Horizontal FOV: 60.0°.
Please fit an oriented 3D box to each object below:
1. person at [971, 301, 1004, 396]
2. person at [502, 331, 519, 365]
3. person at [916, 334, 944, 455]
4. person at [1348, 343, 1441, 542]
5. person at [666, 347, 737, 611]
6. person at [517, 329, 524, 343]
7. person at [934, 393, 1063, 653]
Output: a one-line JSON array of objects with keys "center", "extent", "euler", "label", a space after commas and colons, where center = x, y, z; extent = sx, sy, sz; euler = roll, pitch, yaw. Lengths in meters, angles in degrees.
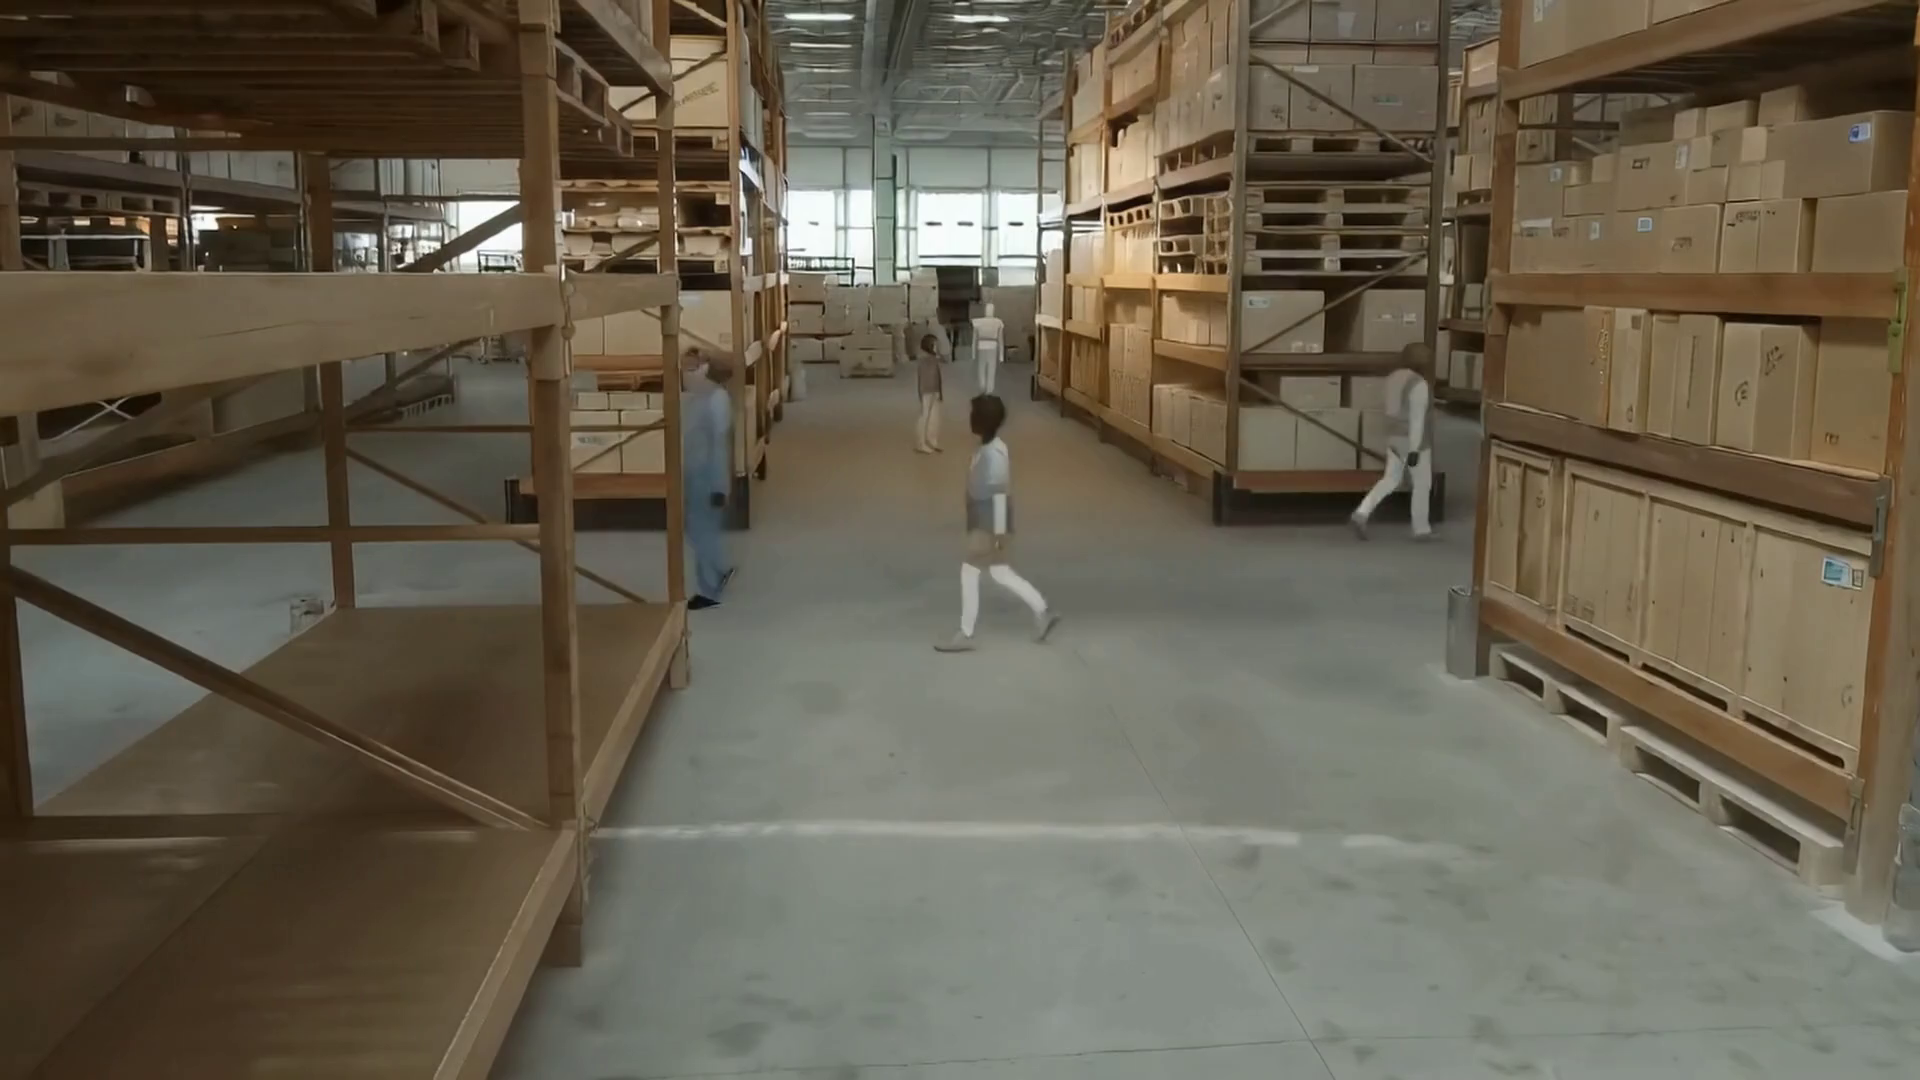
[{"center": [0.532, -3.659, 32.160], "extent": [0.638, 1.898, 0.473], "euler": [0, 9, -1], "label": "person"}, {"center": [-12.064, -5.633, 44.580], "extent": [0.485, 1.896, 0.629], "euler": [-2, 9, -12], "label": "person"}, {"center": [-0.411, -1.956, 22.355], "extent": [0.287, 1.623, 0.500], "euler": [6, 11, 34], "label": "person"}, {"center": [3.930, -0.857, 14.885], "extent": [0.803, 1.819, 0.621], "euler": [-3, 9, -15], "label": "person"}, {"center": [-1.860, -0.437, 11.954], "extent": [0.454, 1.892, 0.672], "euler": [-6, 11, -33], "label": "person"}, {"center": [-15.160, -7.606, 56.960], "extent": [0.629, 1.901, 0.617], "euler": [-6, 11, -35], "label": "person"}, {"center": [0.258, -0.113, 10.624], "extent": [0.787, 1.668, 0.531], "euler": [0, 9, -1], "label": "person"}]
